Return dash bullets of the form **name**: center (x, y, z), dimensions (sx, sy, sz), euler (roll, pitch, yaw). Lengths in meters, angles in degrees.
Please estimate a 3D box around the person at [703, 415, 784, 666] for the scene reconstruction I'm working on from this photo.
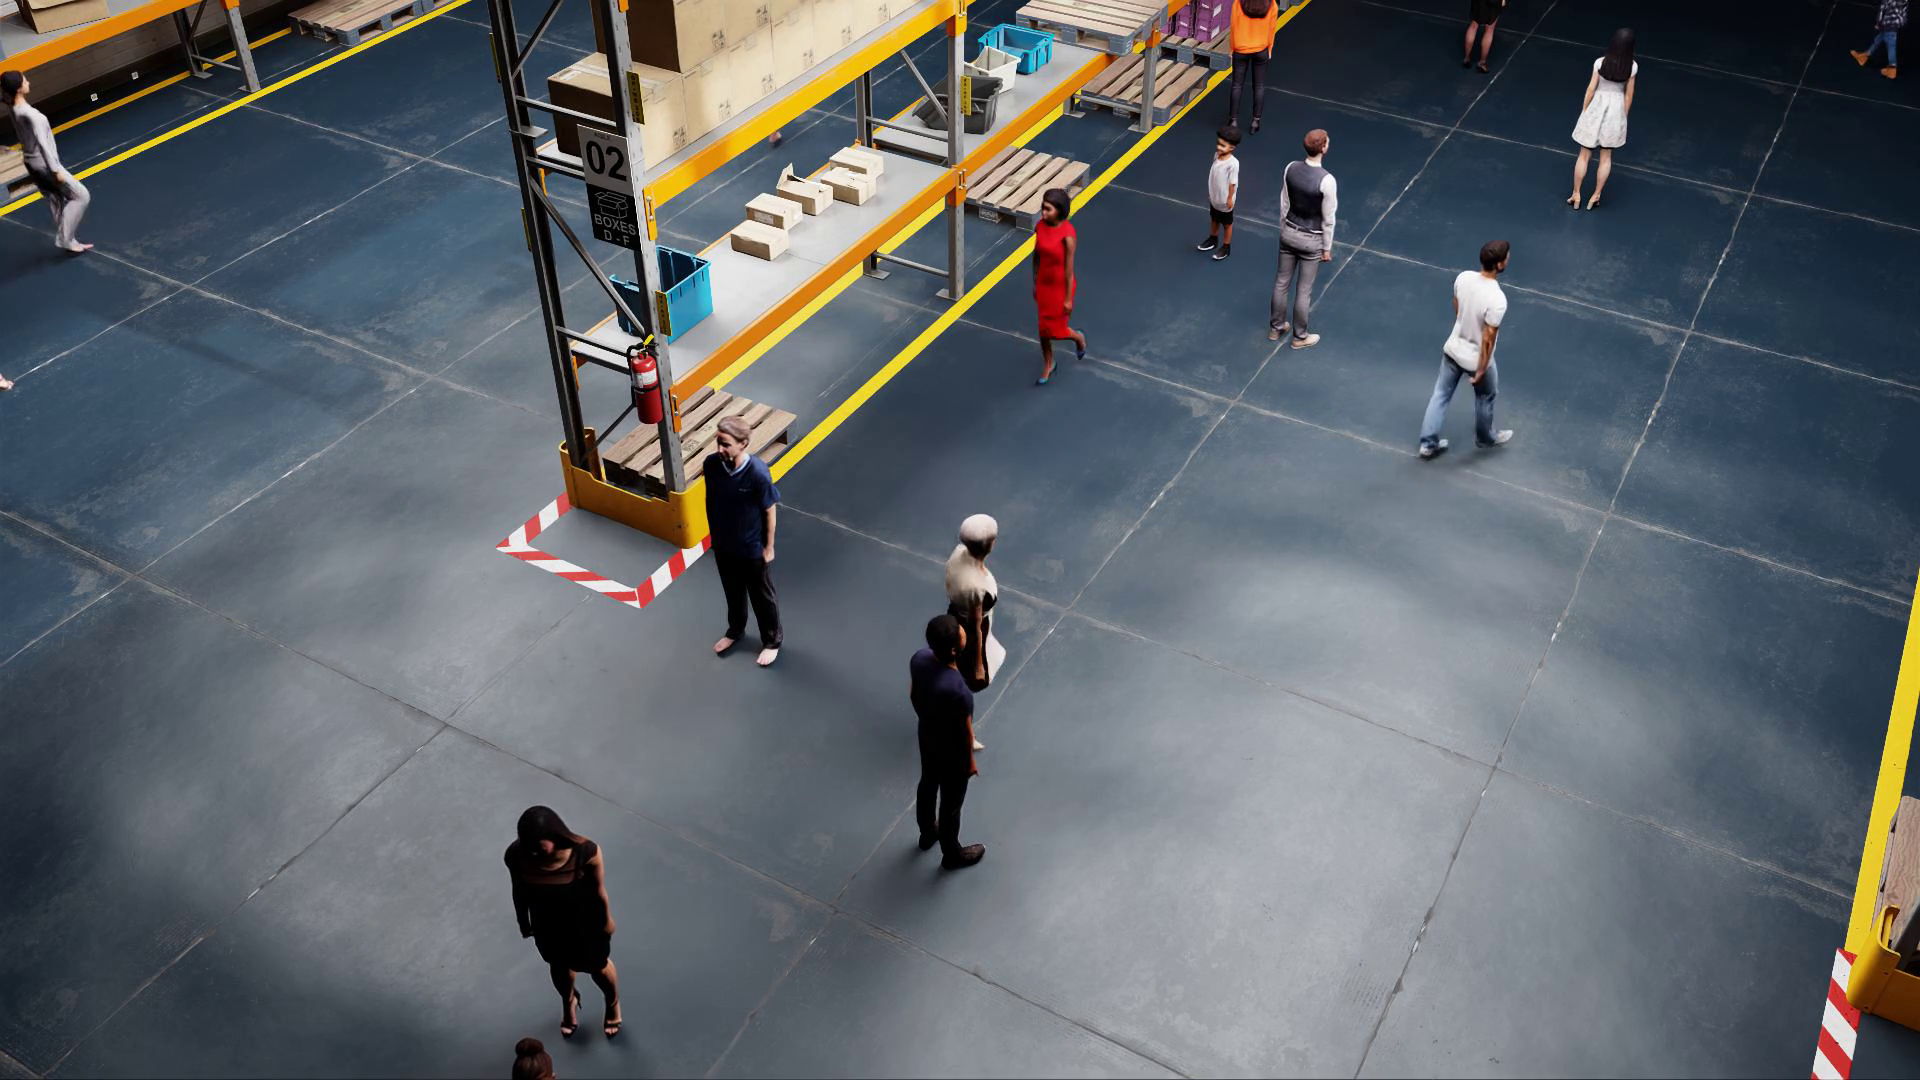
- **person**: center (-1.403, -0.008, 10.704), dimensions (0.681, 1.872, 0.575), euler (15, 41, 18)

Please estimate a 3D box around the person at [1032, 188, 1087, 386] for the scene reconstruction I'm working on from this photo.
- **person**: center (0.822, -2.038, 13.358), dimensions (0.680, 1.732, 0.810), euler (30, 48, 32)

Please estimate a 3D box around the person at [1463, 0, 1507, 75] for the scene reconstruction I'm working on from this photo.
- **person**: center (5.833, -6.010, 18.354), dimensions (0.595, 1.704, 0.640), euler (-31, 48, -33)

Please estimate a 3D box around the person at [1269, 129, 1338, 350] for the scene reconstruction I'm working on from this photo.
- **person**: center (2.840, -2.503, 13.775), dimensions (0.656, 1.938, 0.718), euler (-32, 48, -34)

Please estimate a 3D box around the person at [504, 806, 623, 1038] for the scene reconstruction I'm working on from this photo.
- **person**: center (-1.982, 1.927, 8.407), dimensions (0.745, 1.714, 0.756), euler (2, 39, 2)

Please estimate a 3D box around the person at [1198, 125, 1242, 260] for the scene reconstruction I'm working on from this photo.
- **person**: center (2.407, -3.194, 15.187), dimensions (0.579, 1.255, 0.551), euler (-23, 44, -26)

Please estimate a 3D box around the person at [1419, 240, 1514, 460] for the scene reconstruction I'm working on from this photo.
- **person**: center (3.745, -1.378, 12.450), dimensions (1.119, 1.834, 0.976), euler (-20, 43, -23)

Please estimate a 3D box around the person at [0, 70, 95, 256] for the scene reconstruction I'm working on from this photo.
- **person**: center (-8.307, -3.338, 14.959), dimensions (0.669, 1.766, 0.698), euler (30, 47, 32)

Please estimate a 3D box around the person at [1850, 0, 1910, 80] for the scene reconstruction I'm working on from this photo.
- **person**: center (10.354, -5.712, 18.375), dimensions (0.853, 1.212, 0.822), euler (-15, 41, -18)

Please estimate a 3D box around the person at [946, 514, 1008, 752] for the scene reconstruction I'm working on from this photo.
- **person**: center (-0.039, 0.581, 10.074), dimensions (0.962, 1.737, 0.893), euler (0, 39, 0)

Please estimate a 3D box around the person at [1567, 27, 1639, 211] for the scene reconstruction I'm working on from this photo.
- **person**: center (6.096, -3.986, 15.765), dimensions (0.713, 1.774, 0.714), euler (10, 40, 12)

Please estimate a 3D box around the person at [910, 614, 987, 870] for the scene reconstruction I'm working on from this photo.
- **person**: center (-0.102, 1.132, 9.340), dimensions (0.681, 1.793, 0.715), euler (-25, 45, -28)

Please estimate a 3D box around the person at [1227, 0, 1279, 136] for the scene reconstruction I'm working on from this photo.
- **person**: center (2.989, -5.012, 17.069), dimensions (0.696, 1.749, 0.688), euler (4, 39, 5)
